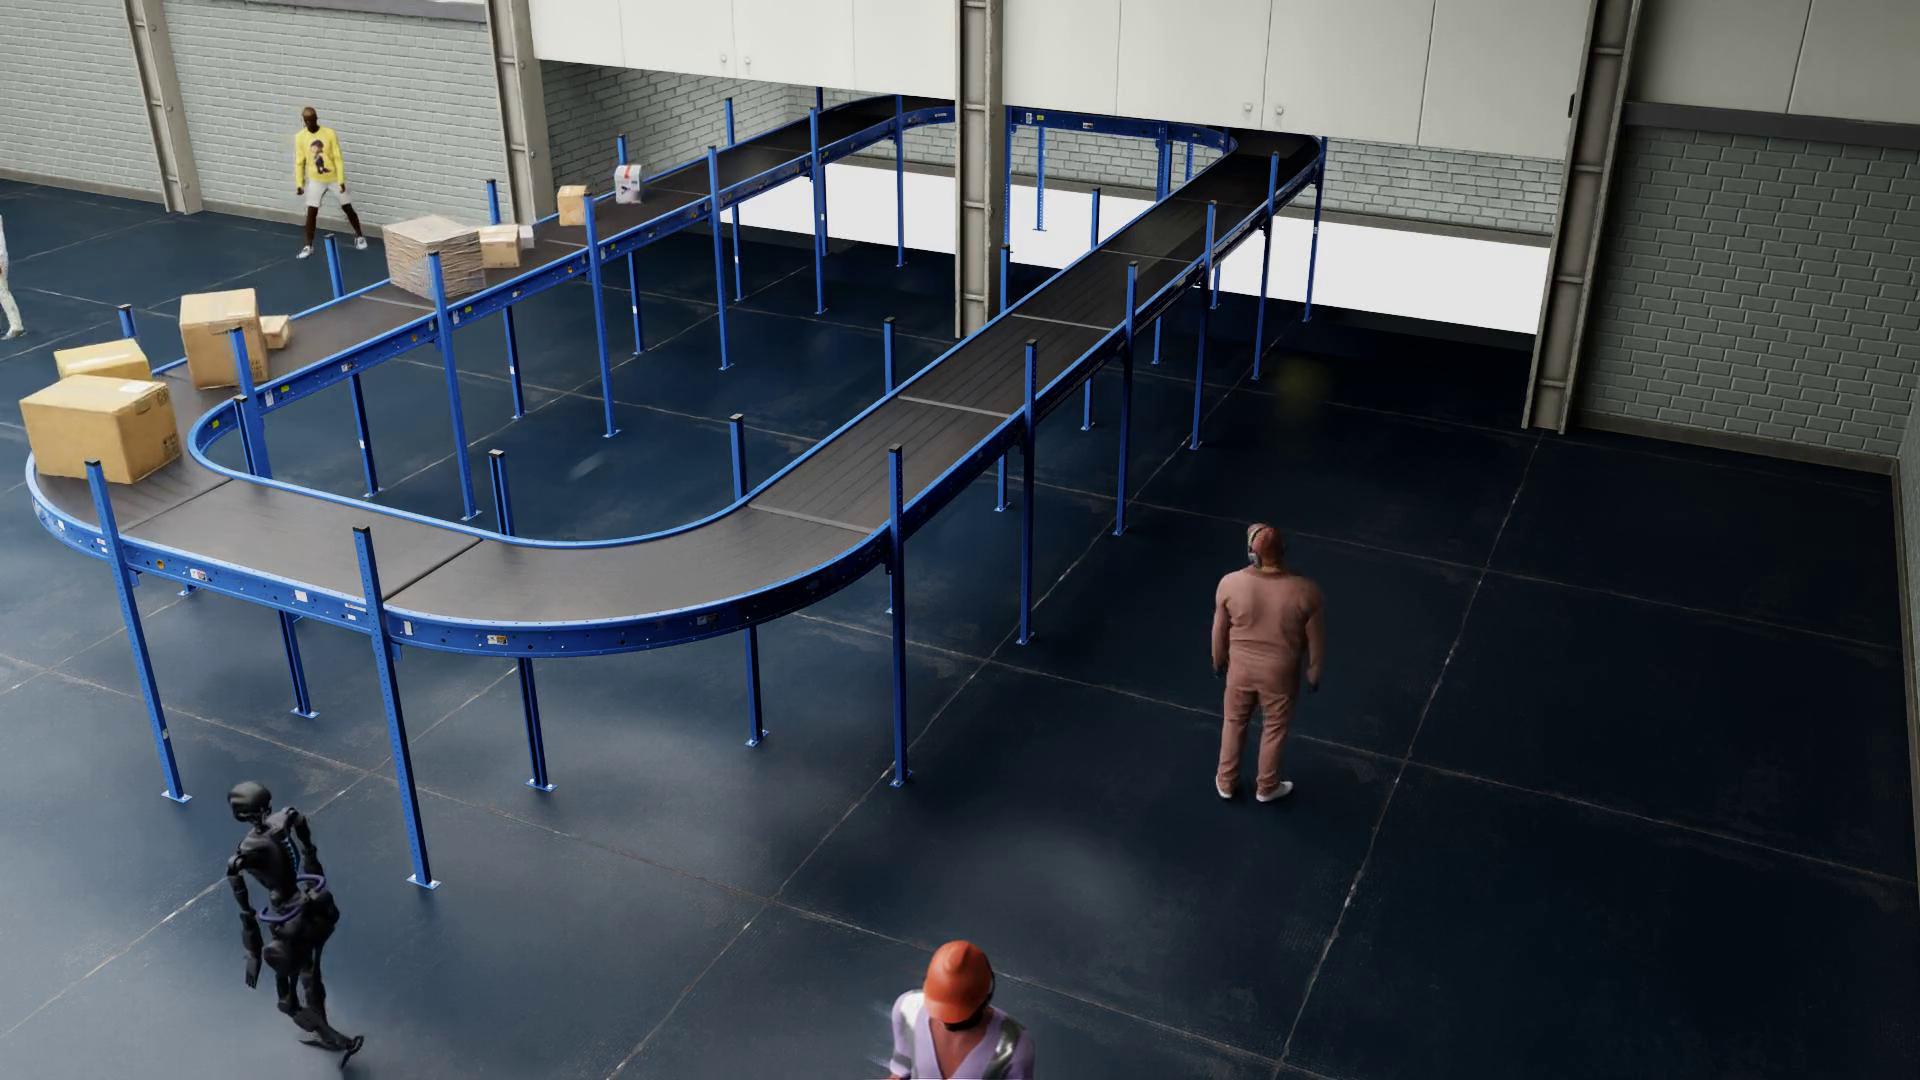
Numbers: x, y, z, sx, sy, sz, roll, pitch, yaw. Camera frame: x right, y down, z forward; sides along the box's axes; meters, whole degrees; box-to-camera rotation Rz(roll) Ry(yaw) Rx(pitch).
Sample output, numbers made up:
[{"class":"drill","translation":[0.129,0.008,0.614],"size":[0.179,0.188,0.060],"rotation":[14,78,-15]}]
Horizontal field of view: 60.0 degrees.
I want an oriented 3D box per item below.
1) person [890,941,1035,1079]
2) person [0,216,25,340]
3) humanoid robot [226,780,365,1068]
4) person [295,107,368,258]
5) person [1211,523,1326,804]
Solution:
[{"class":"person","translation":[-0.009,2.413,6.636],"size":[0.607,2.035,0.402],"rotation":[13,29,24]},{"class":"person","translation":[-10.474,-2.993,17.868],"size":[0.575,1.727,0.366],"rotation":[6,27,12]},{"class":"humanoid robot","translation":[-3.200,1.871,8.126],"size":[0.473,1.631,0.590],"rotation":[8,27,15]},{"class":"person","translation":[-7.979,-4.479,20.739],"size":[0.793,1.853,0.567],"rotation":[-7,27,-13]},{"class":"person","translation":[1.848,0.777,10.097],"size":[0.688,1.892,0.412],"rotation":[10,28,20]}]
